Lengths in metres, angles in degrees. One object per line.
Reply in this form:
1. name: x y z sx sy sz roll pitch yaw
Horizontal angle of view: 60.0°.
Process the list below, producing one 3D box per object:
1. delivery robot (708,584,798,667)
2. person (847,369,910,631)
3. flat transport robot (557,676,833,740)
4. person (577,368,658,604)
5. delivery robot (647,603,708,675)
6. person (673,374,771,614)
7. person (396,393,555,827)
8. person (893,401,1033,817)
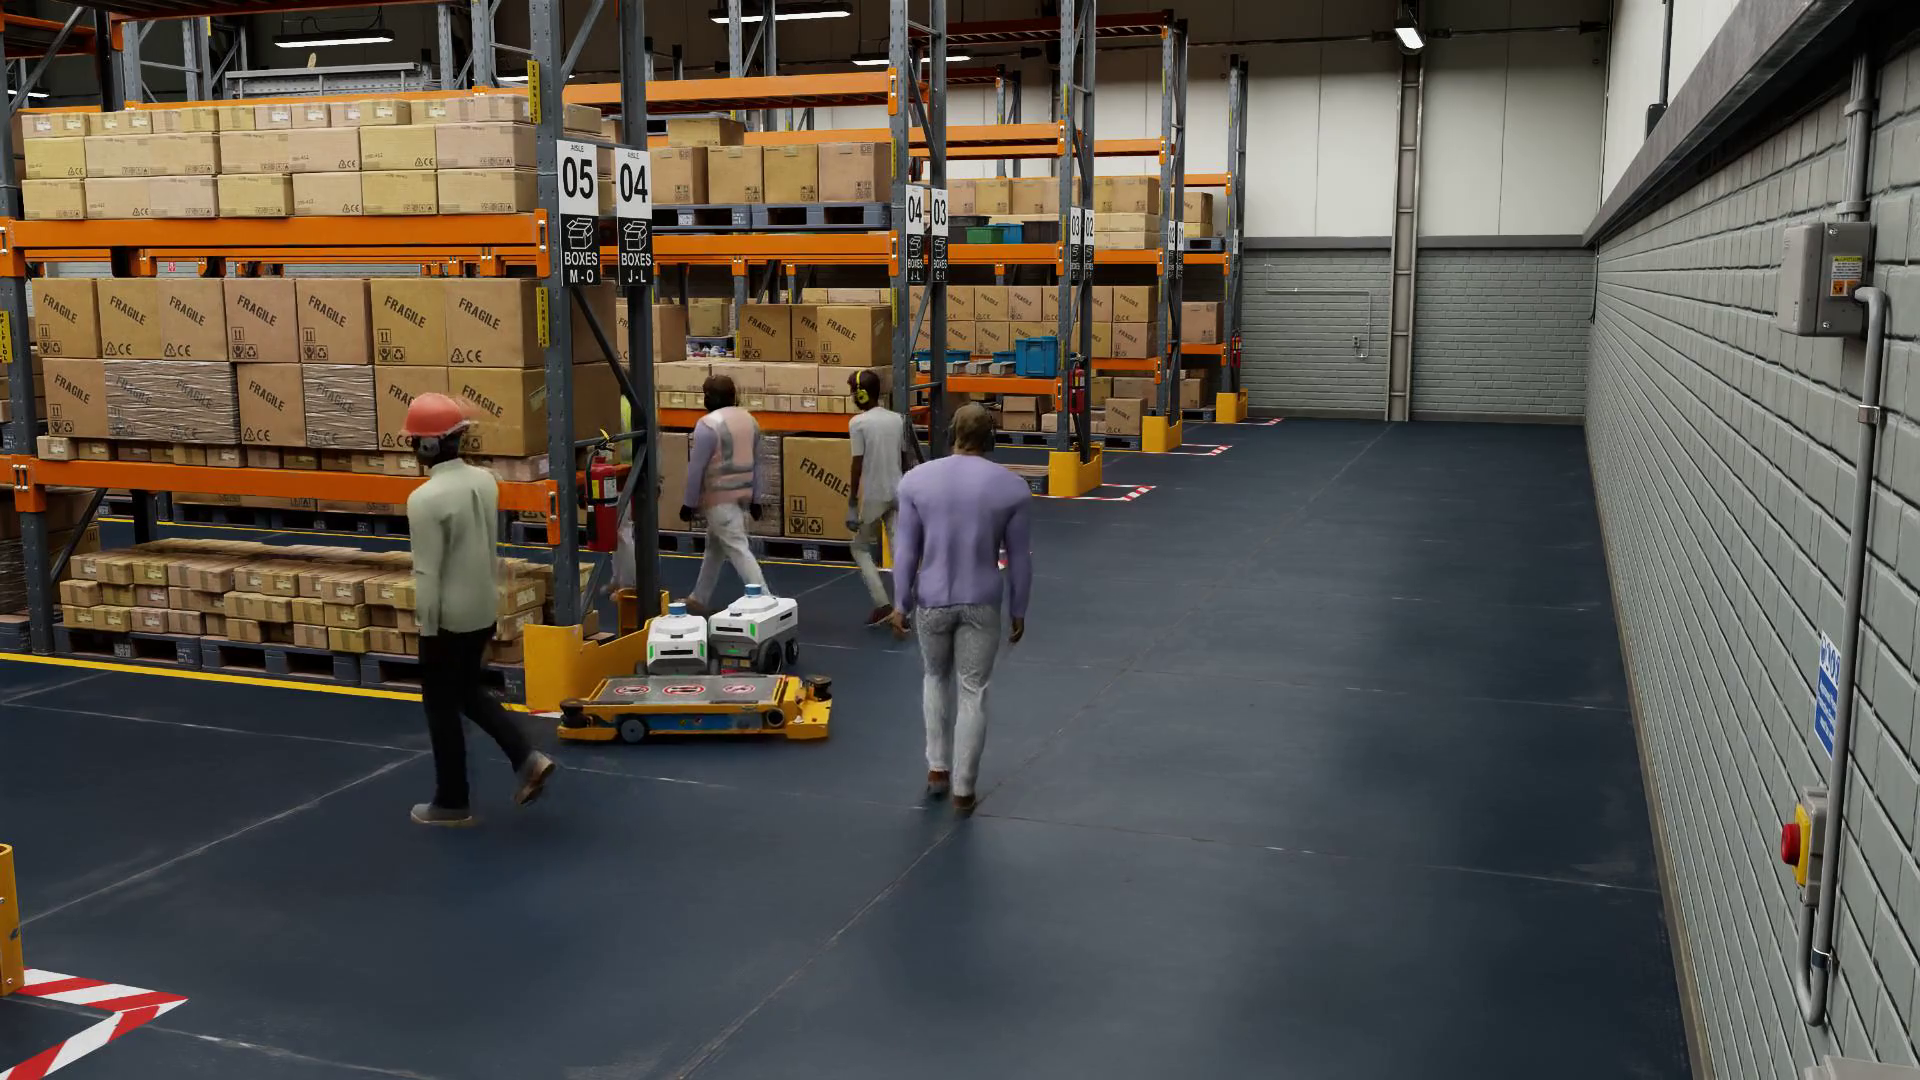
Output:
1. delivery robot: -1.289 0.519 10.411 0.477 0.478 0.707 3 10 18
2. person: -0.548 -0.265 11.602 0.656 1.835 0.506 -8 12 -42
3. flat transport robot: -1.428 0.912 9.137 1.431 0.197 0.652 0 9 -1
4. person: -2.661 -0.419 12.604 0.660 1.821 0.661 6 11 31
5. delivery robot: -1.663 0.615 9.815 0.477 0.478 0.707 -1 9 -8
6. person: -1.686 -0.293 11.963 0.975 1.797 0.616 4 10 25
7. person: -2.207 0.332 7.434 0.565 1.979 0.632 3 10 17
8. person: 0.020 0.305 7.839 0.642 1.902 0.704 1 9 4
